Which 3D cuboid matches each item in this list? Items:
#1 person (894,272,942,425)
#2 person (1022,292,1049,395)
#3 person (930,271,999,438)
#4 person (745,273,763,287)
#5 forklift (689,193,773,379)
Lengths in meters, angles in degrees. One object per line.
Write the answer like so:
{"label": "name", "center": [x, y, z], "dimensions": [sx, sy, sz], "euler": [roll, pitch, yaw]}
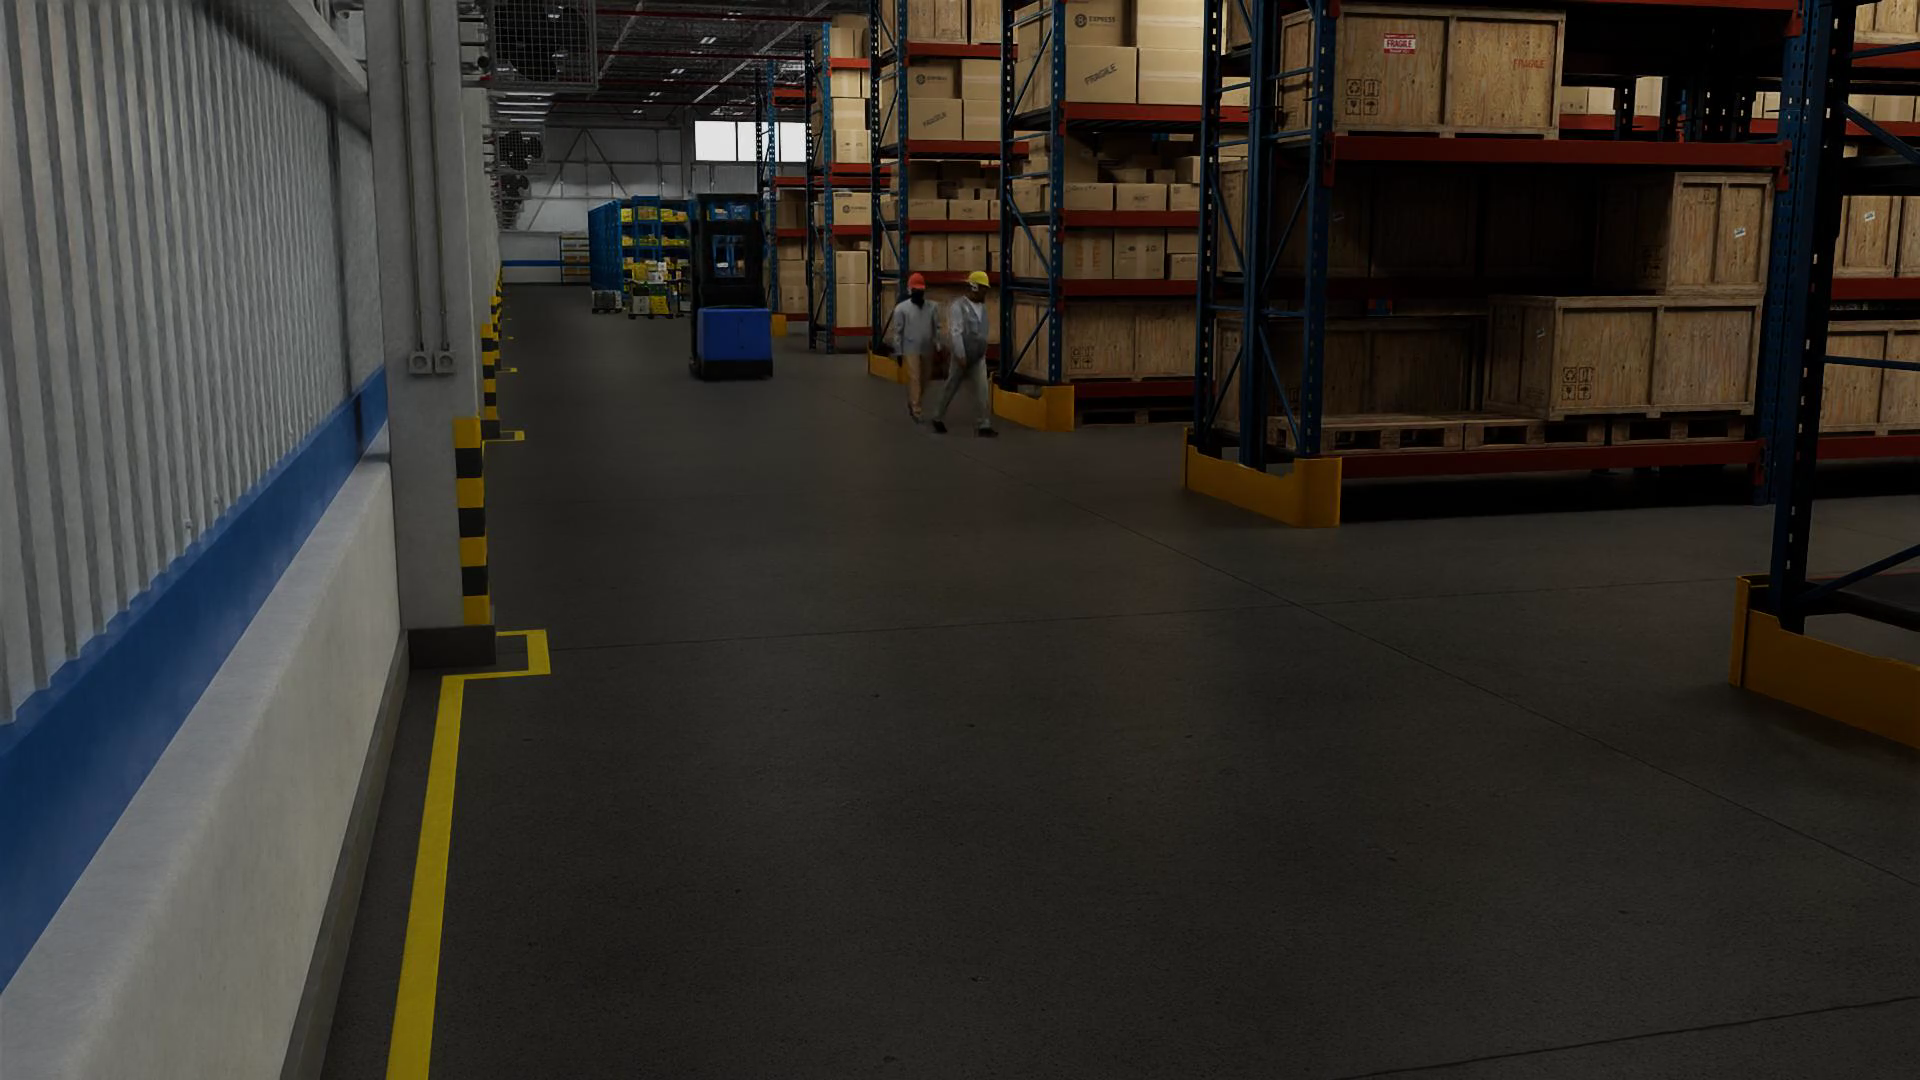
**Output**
{"label": "person", "center": [-0.504, -2.217, 19.160], "dimensions": [0.564, 1.735, 0.683], "euler": [-5, 11, -26]}
{"label": "person", "center": [1.120, -2.494, 21.102], "dimensions": [0.797, 1.609, 0.524], "euler": [-4, 11, -20]}
{"label": "person", "center": [0.051, -1.993, 17.802], "dimensions": [0.598, 1.774, 0.932], "euler": [-10, 14, -43]}
{"label": "person", "center": [-5.086, -6.073, 41.129], "dimensions": [0.503, 1.692, 0.918], "euler": [3, 10, 15]}
{"label": "forklift", "center": [-3.563, -3.942, 25.694], "dimensions": [1.129, 2.768, 1.873], "euler": [-3, 10, -15]}
